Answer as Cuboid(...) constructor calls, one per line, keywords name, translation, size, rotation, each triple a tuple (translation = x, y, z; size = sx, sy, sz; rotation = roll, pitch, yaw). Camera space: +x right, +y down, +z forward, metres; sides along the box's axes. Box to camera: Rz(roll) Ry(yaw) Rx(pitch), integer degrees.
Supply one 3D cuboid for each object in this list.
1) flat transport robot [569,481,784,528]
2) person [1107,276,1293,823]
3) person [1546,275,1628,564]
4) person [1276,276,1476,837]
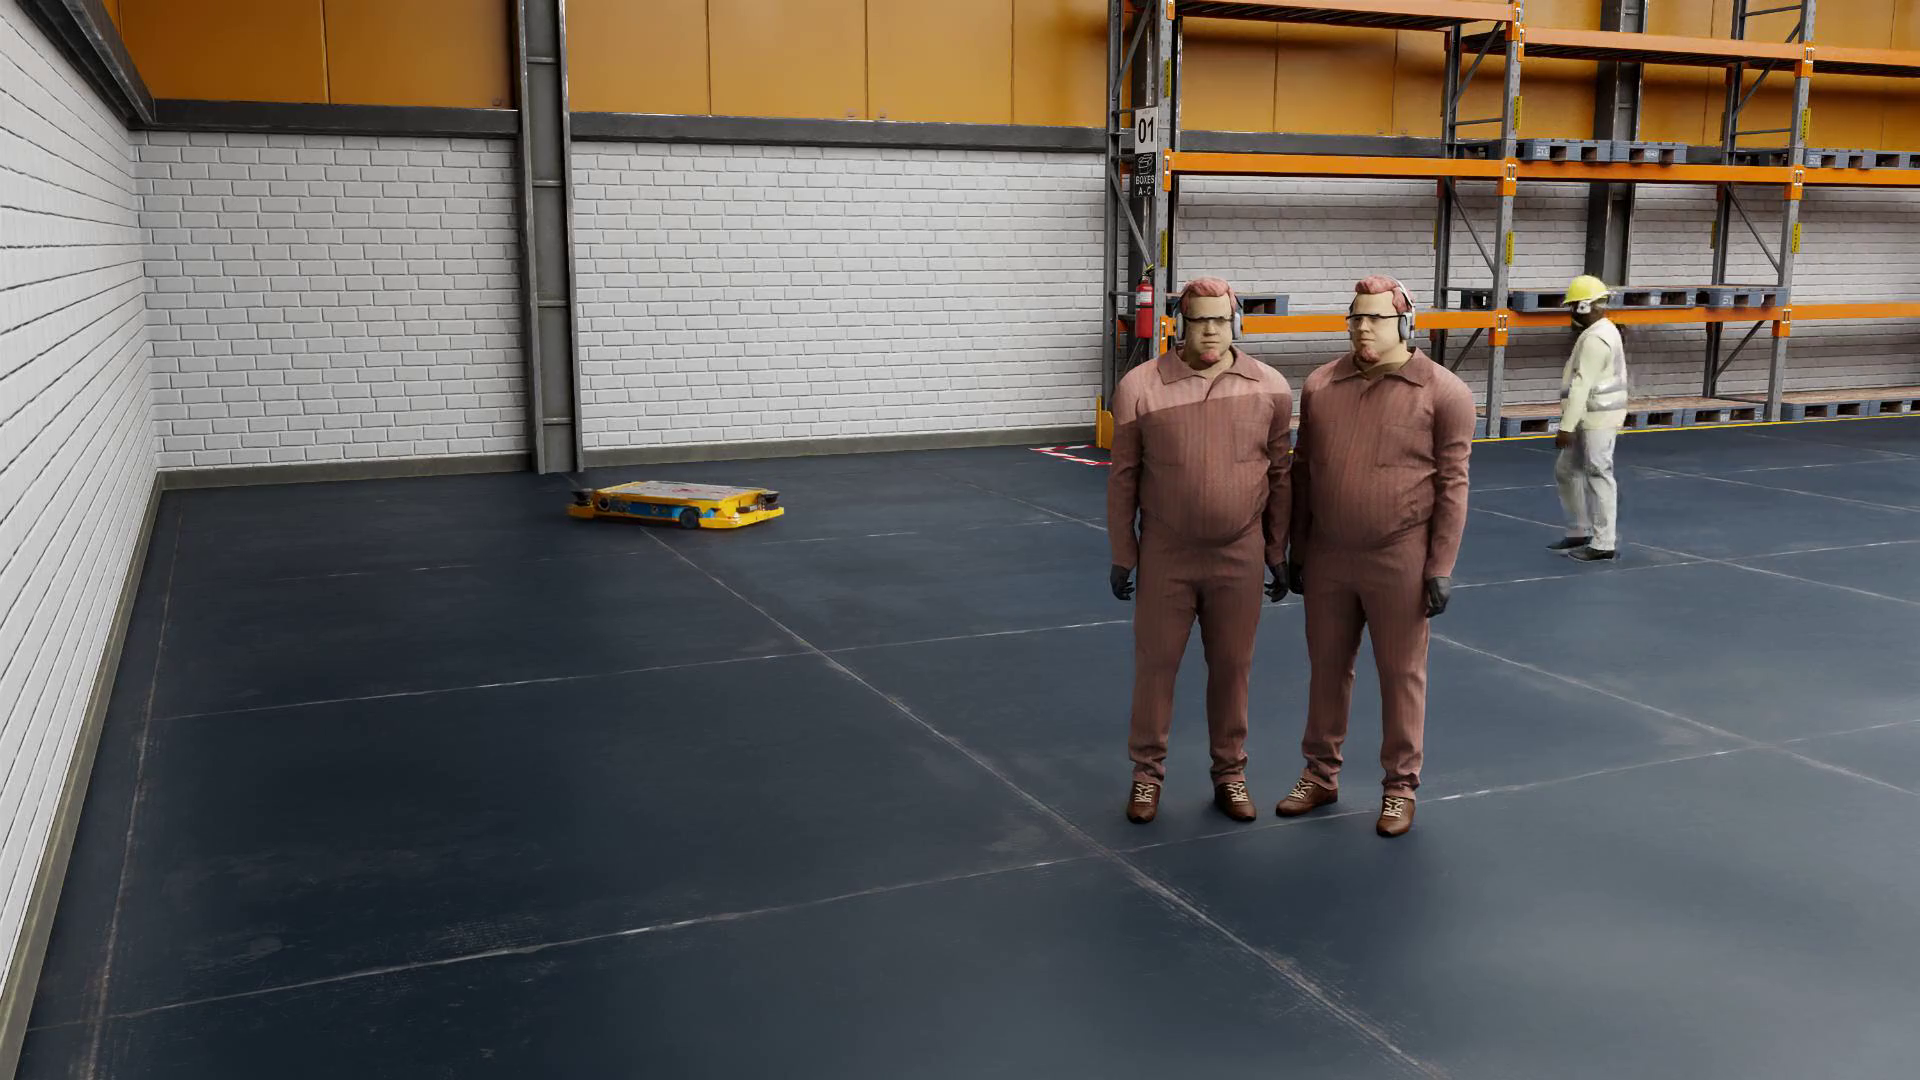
Cuboid(name="flat transport robot", translation=(-2.063, -0.270, 12.092), size=(1.431, 0.197, 0.652), rotation=(5, 11, 24))
Cuboid(name="person", translation=(0.838, 0.045, 5.788), size=(0.653, 1.904, 0.405), rotation=(0, 10, -1))
Cuboid(name="person", translation=(3.932, -0.749, 10.477), size=(0.554, 1.802, 0.624), rotation=(4, 11, 21))
Cuboid(name="person", translation=(1.404, 0.055, 5.728), size=(0.641, 1.909, 0.409), rotation=(7, 12, 35))
